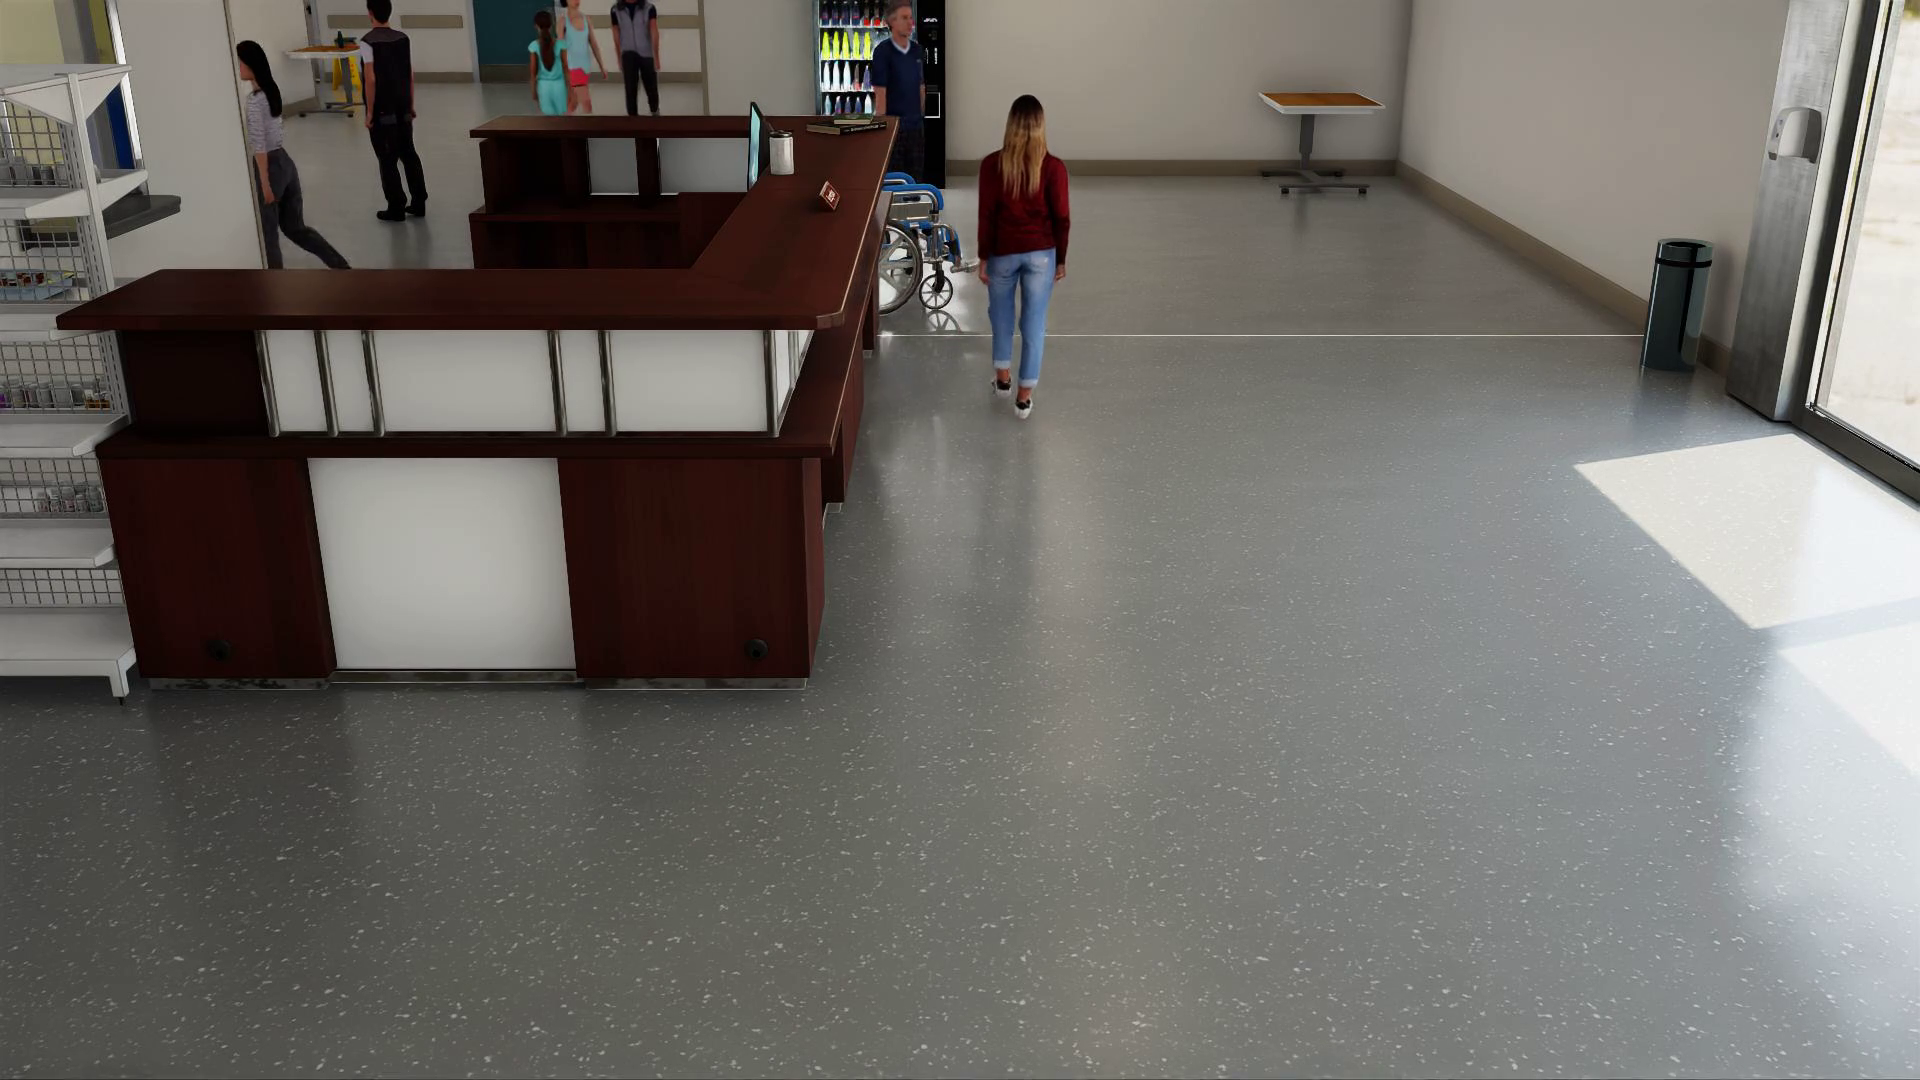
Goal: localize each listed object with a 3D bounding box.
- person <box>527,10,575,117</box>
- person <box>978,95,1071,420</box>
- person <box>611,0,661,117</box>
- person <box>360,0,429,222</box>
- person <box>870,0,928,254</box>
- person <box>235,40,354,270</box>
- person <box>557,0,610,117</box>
[{"bbox_3d":[-4.111,-4.508,16.759,0.942,1.527,0.800,-7,22,-18],"label":"person"},{"bbox_3d":[0.311,-1.408,8.455,0.757,1.612,0.702,1,21,4],"label":"person"},{"bbox_3d":[-3.633,-5.448,18.855,1.127,1.801,0.850,-3,21,-7],"label":"person"},{"bbox_3d":[-4.801,-3.643,14.024,0.767,1.848,0.756,13,24,30],"label":"person"},{"bbox_3d":[-0.512,-3.124,12.639,0.978,1.859,1.021,-17,27,-37],"label":"person"},{"bbox_3d":[-4.339,-2.331,10.756,1.007,1.709,0.628,2,21,4],"label":"person"},{"bbox_3d":[-4.101,-4.918,17.597,1.245,1.700,1.083,15,26,35],"label":"person"}]
